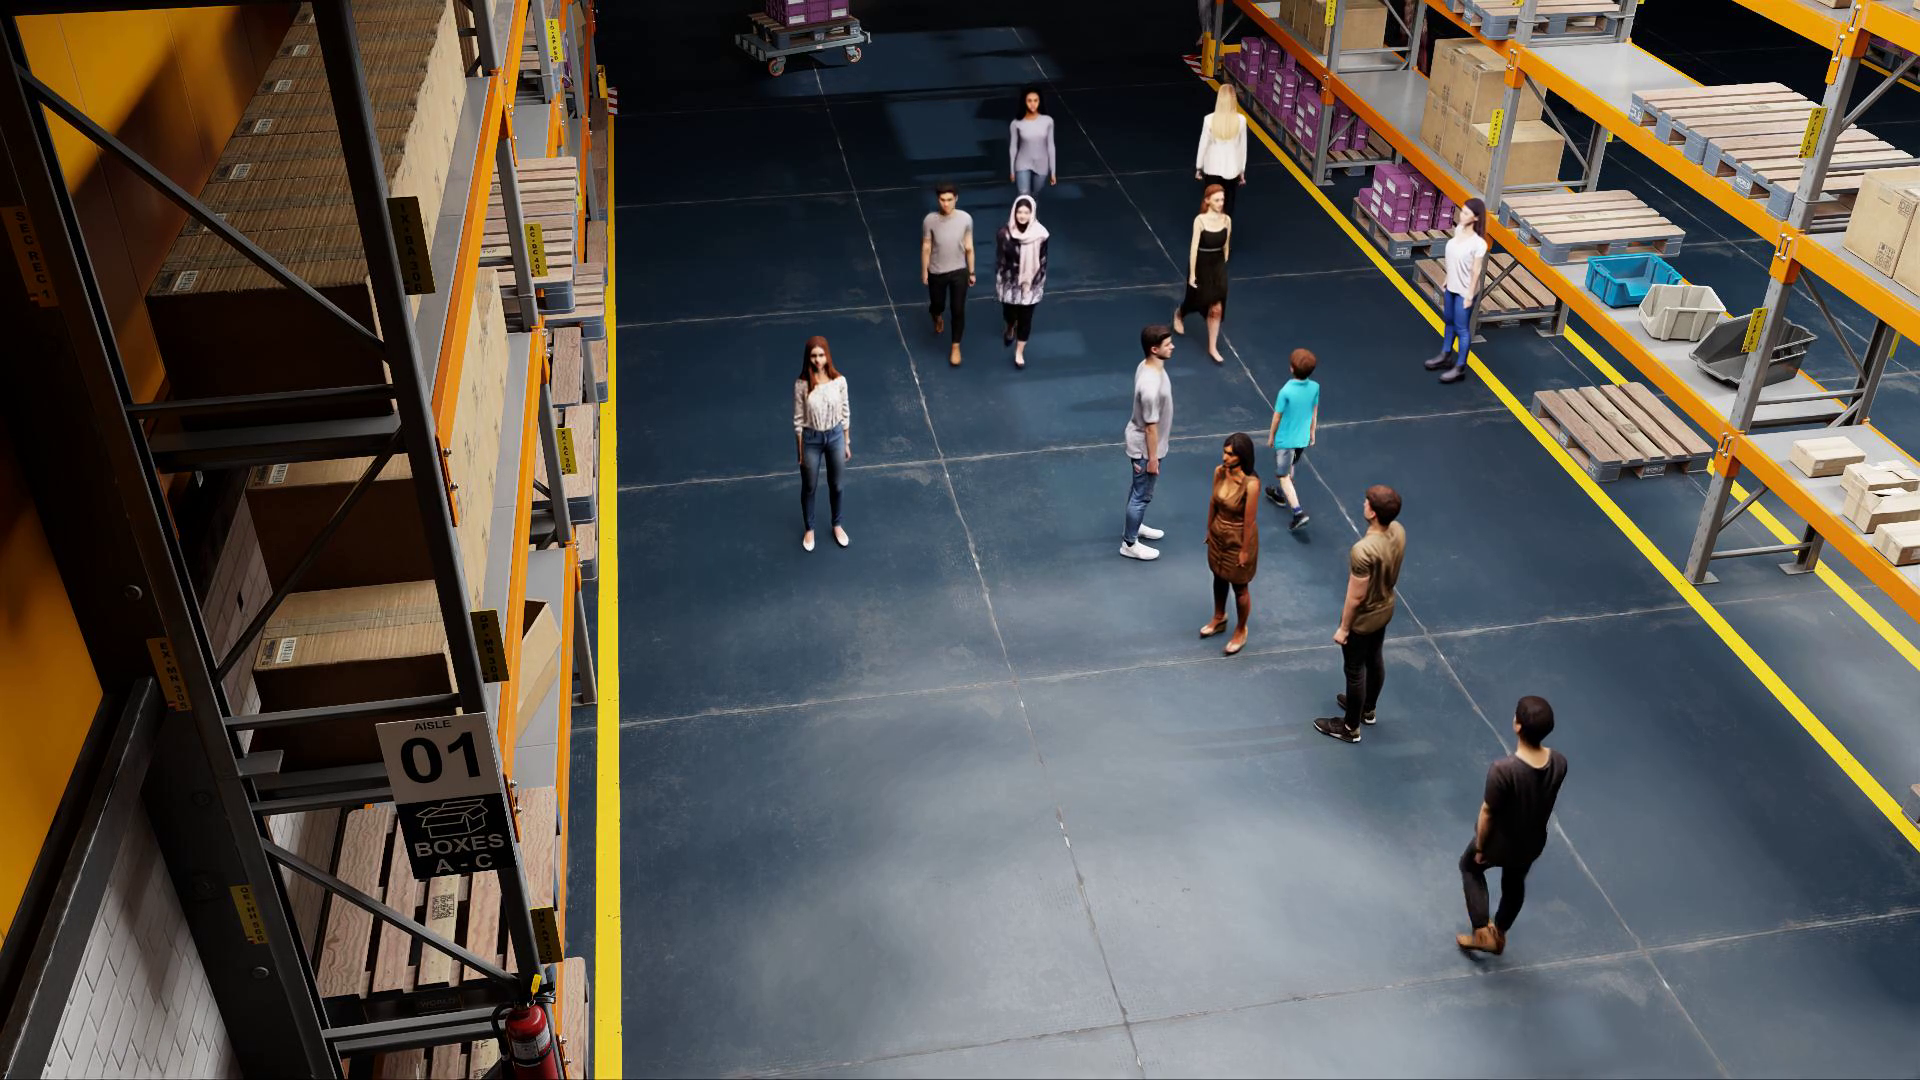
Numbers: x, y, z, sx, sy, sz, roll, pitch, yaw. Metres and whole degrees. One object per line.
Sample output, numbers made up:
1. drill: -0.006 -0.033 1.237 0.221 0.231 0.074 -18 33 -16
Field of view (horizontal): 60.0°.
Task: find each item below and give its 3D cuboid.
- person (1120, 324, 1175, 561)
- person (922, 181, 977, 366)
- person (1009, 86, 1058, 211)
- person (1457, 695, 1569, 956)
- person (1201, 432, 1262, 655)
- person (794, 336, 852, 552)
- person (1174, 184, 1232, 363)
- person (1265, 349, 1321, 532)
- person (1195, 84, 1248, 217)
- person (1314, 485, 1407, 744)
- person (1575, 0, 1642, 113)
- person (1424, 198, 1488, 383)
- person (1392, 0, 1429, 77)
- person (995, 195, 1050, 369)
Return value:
1. person: 1.379 -0.743 12.262 0.783 1.887 0.613 3 34 5
2. person: -0.108 -2.474 15.041 0.721 1.696 0.963 -3 34 -5
3. person: 0.723 -3.817 17.061 0.610 1.696 1.074 -6 34 -9
4. person: 2.991 1.605 8.894 0.615 1.706 0.596 -5 34 -8
5. person: 1.862 0.010 11.312 0.700 1.684 0.589 -22 40 -30
6. person: -1.028 -0.736 12.396 0.572 1.728 0.499 -7 34 -10
7. person: 2.204 -2.469 15.121 0.624 1.598 1.021 -9 35 -13
8. person: 2.575 -0.759 12.704 0.666 1.425 0.980 -14 36 -20
9. person: 2.622 -3.600 16.599 0.707 1.844 0.739 1 34 1
10. person: 2.571 0.462 10.483 0.779 1.851 0.753 28 42 35
11. person: 7.933 -5.932 20.246 1.218 1.691 1.094 25 41 32
12. person: 4.419 -2.196 14.635 0.664 1.680 0.481 -8 35 -12
13. person: 5.738 -6.665 21.312 0.766 1.732 1.163 -14 36 -20
14. person: 0.554 -2.362 14.937 0.703 1.622 0.815 1 34 2
